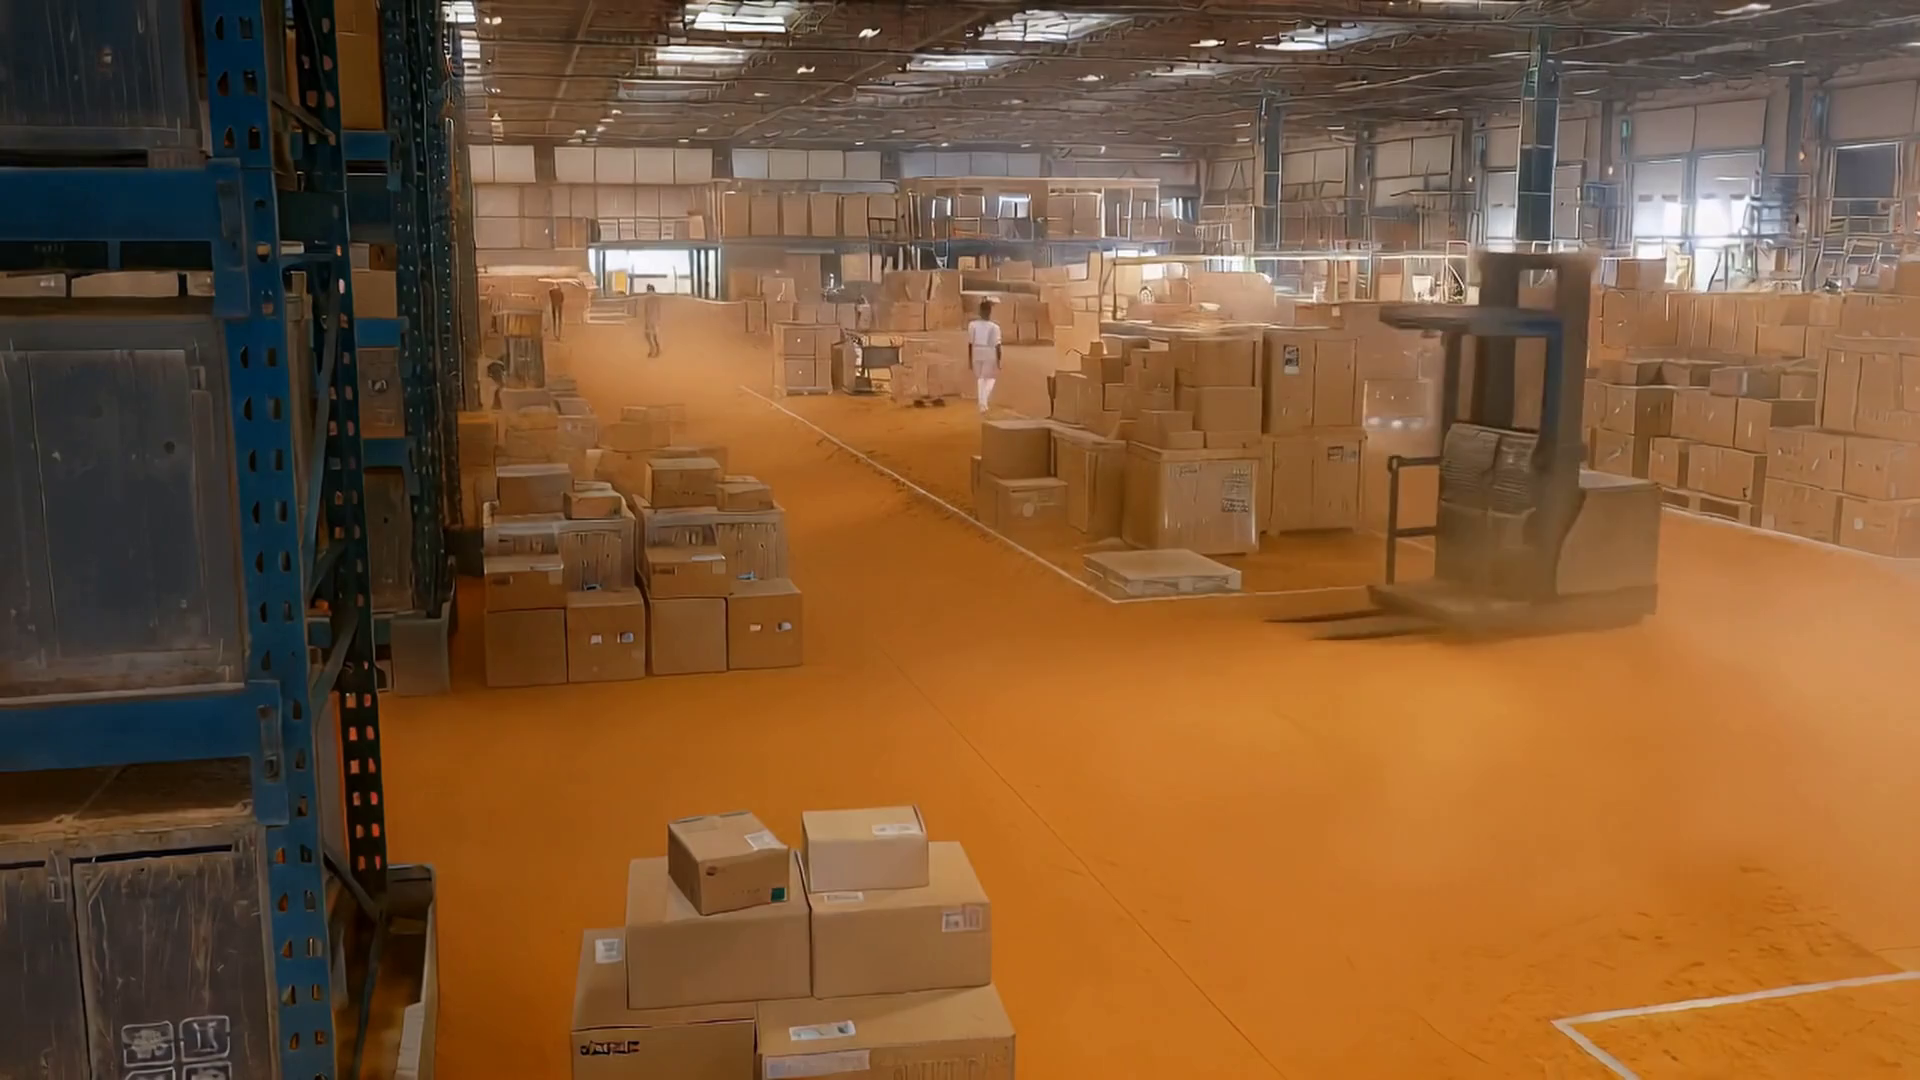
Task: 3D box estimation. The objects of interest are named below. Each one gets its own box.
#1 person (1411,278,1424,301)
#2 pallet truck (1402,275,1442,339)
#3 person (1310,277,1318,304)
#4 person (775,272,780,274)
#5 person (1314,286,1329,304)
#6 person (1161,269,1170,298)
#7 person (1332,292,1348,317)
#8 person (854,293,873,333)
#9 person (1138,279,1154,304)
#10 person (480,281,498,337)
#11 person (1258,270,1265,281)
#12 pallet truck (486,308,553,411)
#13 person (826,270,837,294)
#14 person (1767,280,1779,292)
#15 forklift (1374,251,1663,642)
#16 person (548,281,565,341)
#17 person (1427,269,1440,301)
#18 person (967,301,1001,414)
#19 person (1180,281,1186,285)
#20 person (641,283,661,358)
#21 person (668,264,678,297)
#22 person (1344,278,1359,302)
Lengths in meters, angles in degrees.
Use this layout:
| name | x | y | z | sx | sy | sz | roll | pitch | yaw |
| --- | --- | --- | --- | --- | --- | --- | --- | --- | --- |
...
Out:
| name | x | y | z | sx | sy | sz | roll | pitch | yaw |
| --- | --- | --- | --- | --- | --- | --- | --- | --- | --- |
| person | 14.883 | -7.595 | 54.124 | 0.429 | 1.843 | 0.629 | 2 | 10 | 9 |
| pallet truck | 14.620 | -7.324 | 52.145 | 0.823 | 1.965 | 1.885 | 8 | 13 | 40 |
| person | 12.965 | -8.770 | 61.054 | 0.295 | 1.744 | 0.489 | 0 | 10 | -1 |
| person | -7.140 | -9.609 | 65.430 | 0.524 | 1.876 | 0.325 | 9 | 14 | 43 |
| person | 10.642 | -6.637 | 49.103 | 0.322 | 1.697 | 0.531 | -8 | 13 | -37 |
| person | 8.428 | -10.168 | 68.438 | 0.359 | 1.930 | 0.587 | 5 | 11 | 24 |
| person | 7.926 | -4.203 | 34.689 | 0.392 | 1.922 | 0.589 | -4 | 11 | -22 |
| person | -2.486 | -5.522 | 42.820 | 0.531 | 1.688 | 0.320 | -7 | 12 | -33 |
| person | 5.392 | -6.635 | 48.474 | 0.388 | 1.917 | 0.596 | -7 | 12 | -35 |
| person | -14.914 | -7.361 | 52.954 | 0.956 | 1.783 | 0.612 | -2 | 10 | -12 |
| person | 12.303 | -10.094 | 68.143 | 0.656 | 1.879 | 1.041 | -7 | 12 | -35 |
| pallet truck | -6.242 | -2.418 | 24.362 | 0.823 | 1.965 | 1.885 | 1 | 10 | 3 |
| person | -4.428 | -8.292 | 57.492 | 0.366 | 2.047 | 0.608 | 0 | 10 | 3 |
| person | 23.031 | -6.423 | 47.307 | 0.630 | 1.905 | 0.577 | -8 | 13 | -40 |
| forklift | 4.299 | -0.777 | 12.572 | 1.873 | 2.768 | 1.129 | -4 | 11 | -24 |
| person | -12.318 | -6.985 | 50.782 | 0.511 | 1.817 | 0.981 | -3 | 10 | -16 |
| person | 20.255 | -10.646 | 71.224 | 0.549 | 1.918 | 0.764 | 5 | 11 | 27 |
| person | 0.399 | -3.096 | 28.358 | 0.608 | 1.950 | 0.662 | 4 | 11 | 20 |
| person | 7.283 | -7.597 | 54.387 | 0.536 | 1.749 | 0.558 | -6 | 12 | -30 |
| person | -7.973 | -5.662 | 42.949 | 0.458 | 1.918 | 0.587 | 6 | 12 | 32 |
| person | -16.323 | -14.765 | 94.599 | 0.578 | 1.882 | 0.346 | -2 | 10 | -10 |
| person | 15.927 | -10.040 | 67.743 | 0.611 | 1.926 | 0.813 | 6 | 12 | 29 |
